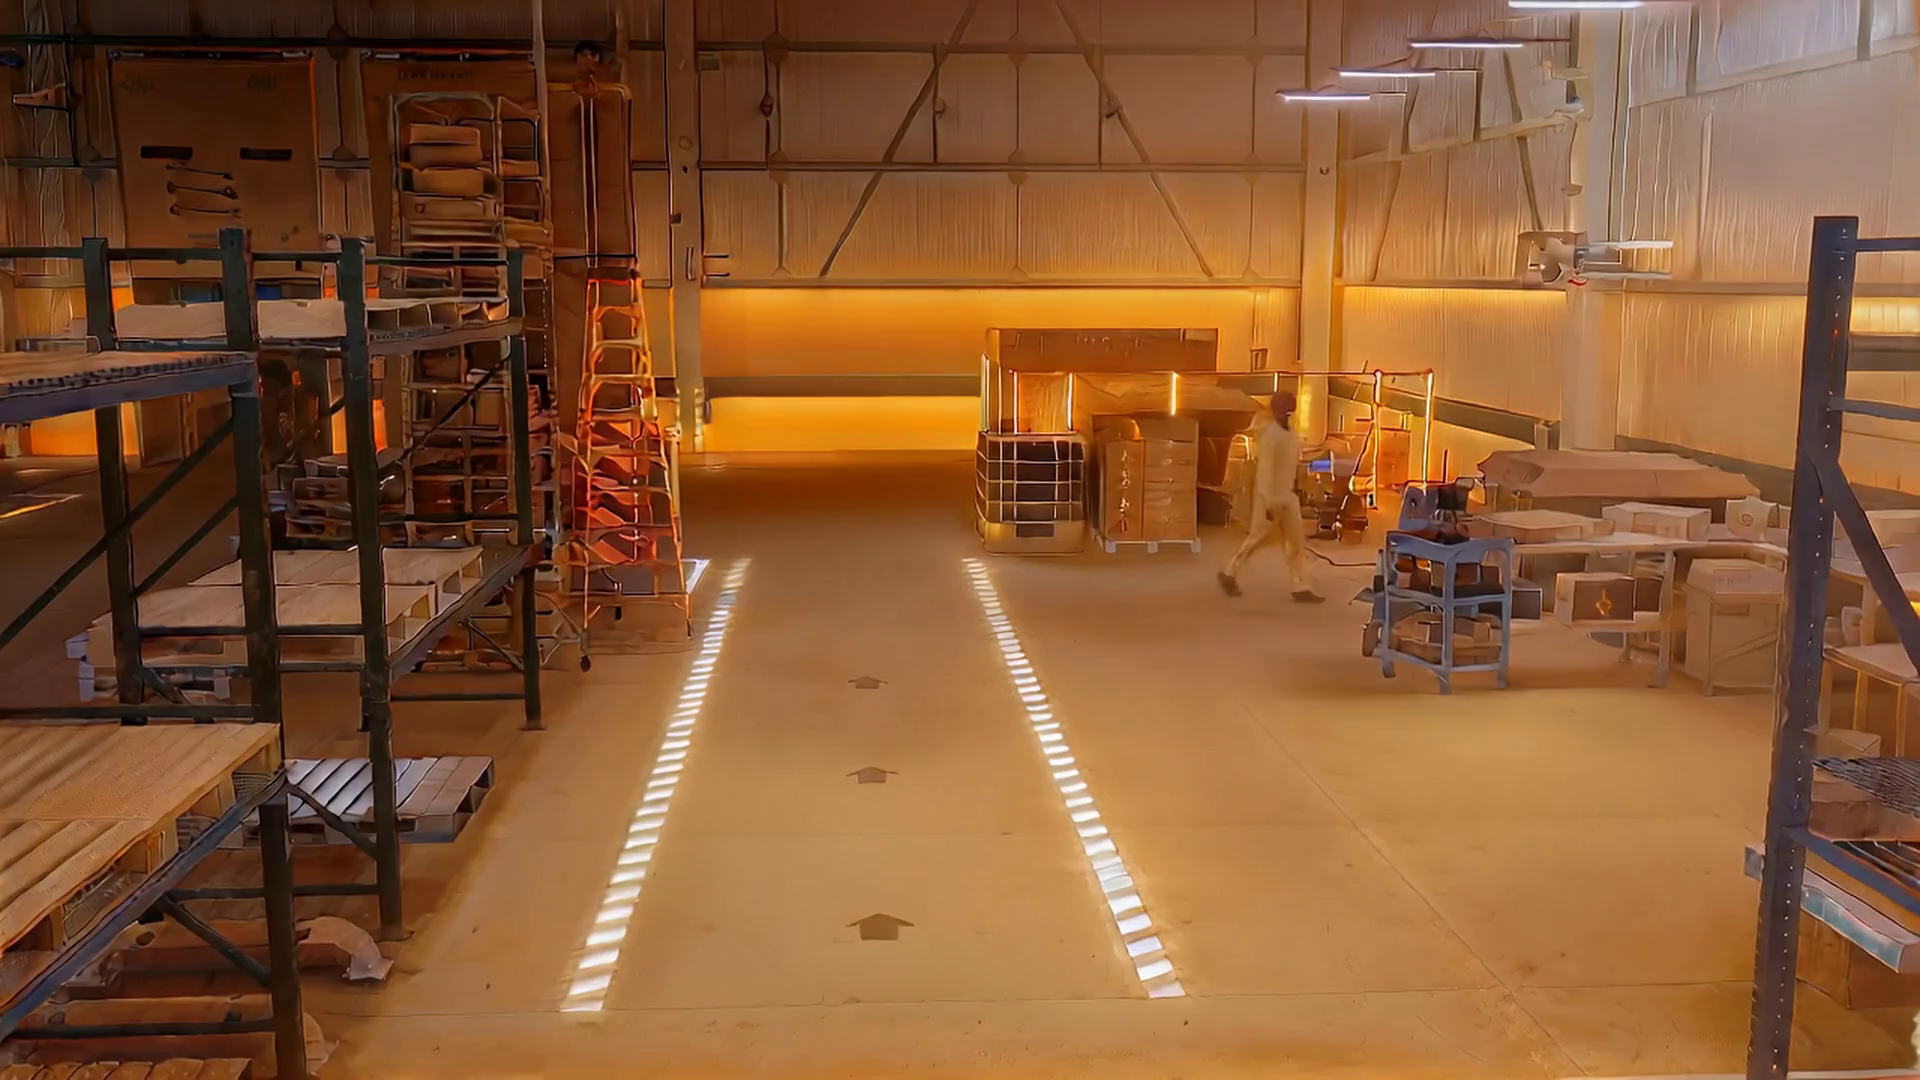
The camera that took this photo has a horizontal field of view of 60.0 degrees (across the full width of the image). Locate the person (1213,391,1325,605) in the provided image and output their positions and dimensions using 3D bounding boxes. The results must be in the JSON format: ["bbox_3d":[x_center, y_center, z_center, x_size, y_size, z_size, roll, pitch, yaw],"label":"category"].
[{"bbox_3d":[2.722,-0.378,14.629,0.947,1.897,0.646,5,11,30],"label":"person"}]

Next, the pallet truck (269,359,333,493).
[{"bbox_3d":[-7.062,-1.131,18.996,1.885,1.965,0.823,2,9,13],"label":"pallet truck"}]
